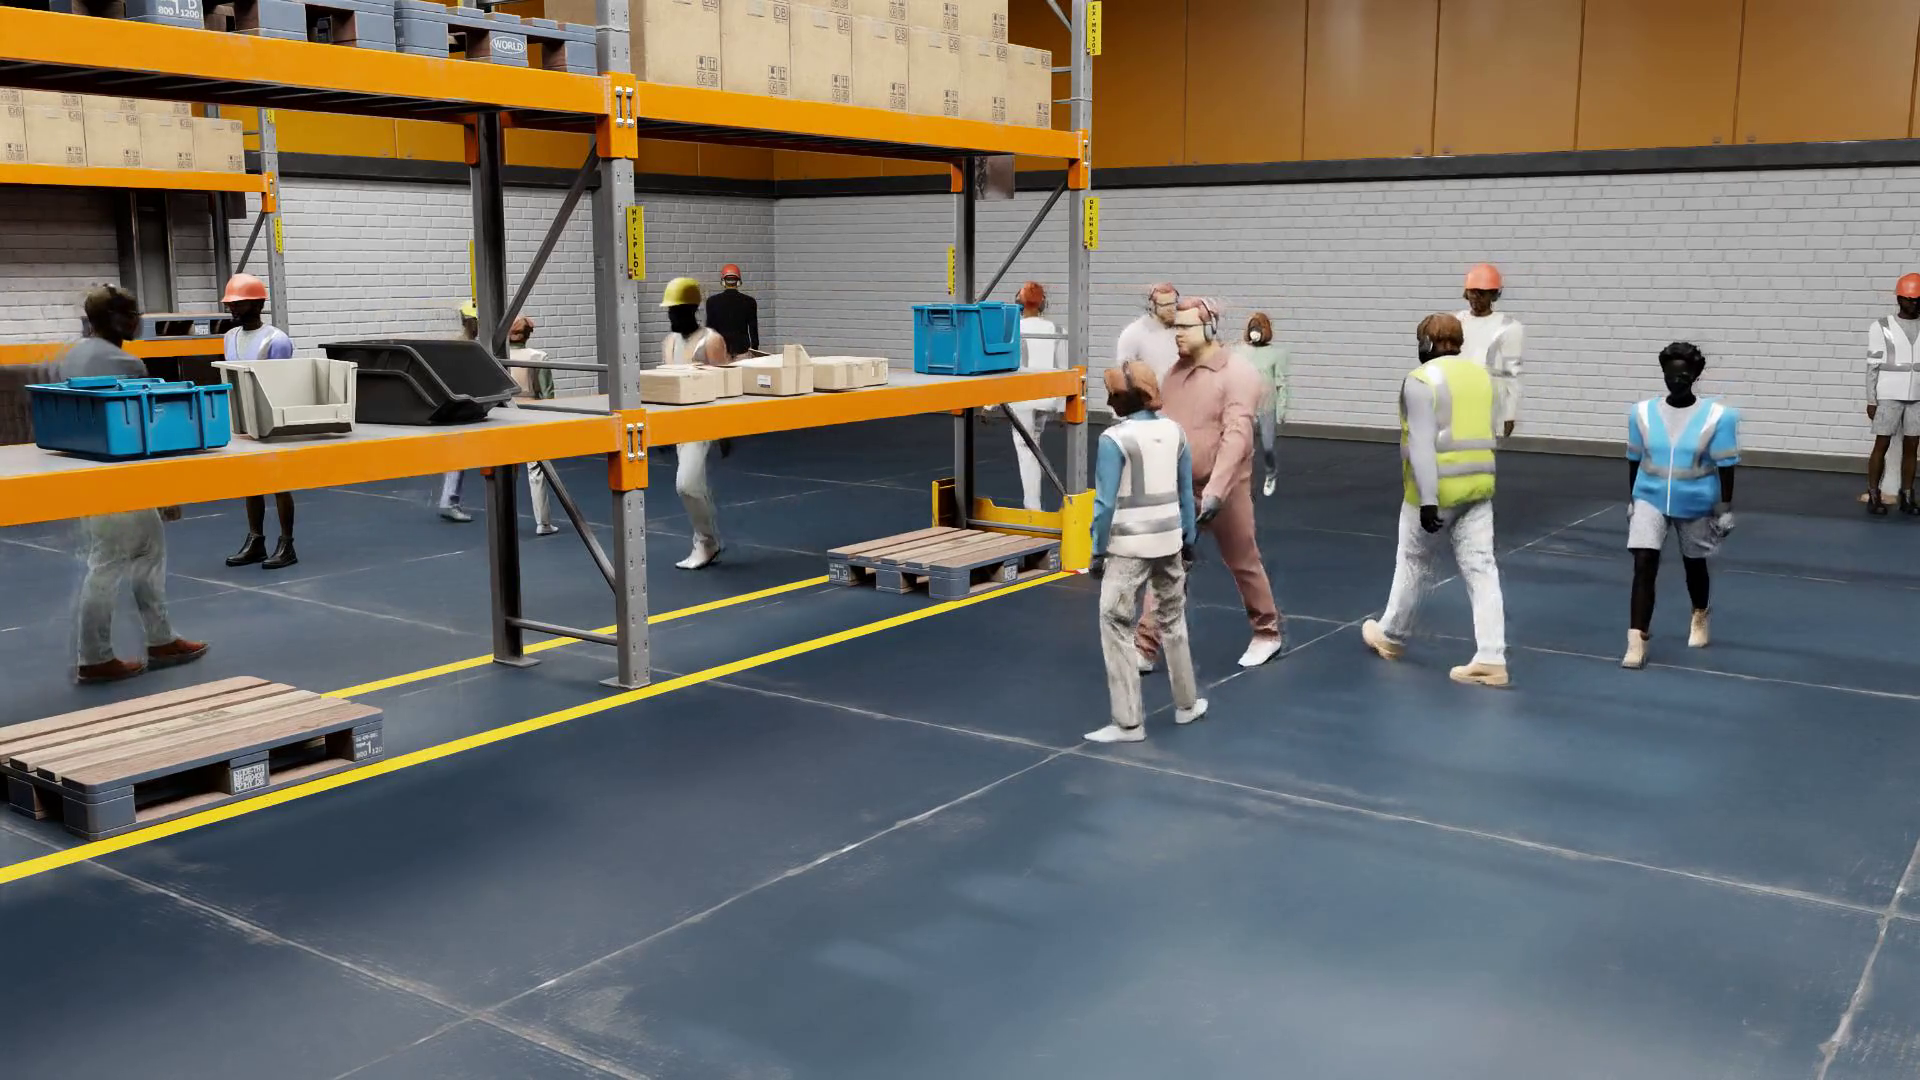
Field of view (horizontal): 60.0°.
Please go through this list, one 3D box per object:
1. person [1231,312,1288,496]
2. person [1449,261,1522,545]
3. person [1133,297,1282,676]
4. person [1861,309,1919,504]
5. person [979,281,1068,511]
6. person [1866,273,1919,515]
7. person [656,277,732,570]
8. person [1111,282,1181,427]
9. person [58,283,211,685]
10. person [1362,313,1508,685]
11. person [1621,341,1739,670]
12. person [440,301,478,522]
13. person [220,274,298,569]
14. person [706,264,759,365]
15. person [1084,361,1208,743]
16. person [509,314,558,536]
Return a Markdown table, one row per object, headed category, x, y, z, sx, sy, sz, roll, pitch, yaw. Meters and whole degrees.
| category | x | y | z | sx | sy | sz | roll | pitch | yaw |
| --- | --- | --- | --- | --- | --- | --- | --- | --- | --- |
| person | 2.513 | -1.114 | 13.985 | 0.504 | 1.610 | 0.739 | 4 | 10 | 21 |
| person | 3.752 | -0.989 | 11.987 | 0.616 | 2.021 | 0.748 | 9 | 13 | 42 |
| person | 1.207 | -0.255 | 8.141 | 1.027 | 1.852 | 0.636 | -8 | 12 | -40 |
| person | 8.035 | -1.179 | 13.843 | 0.787 | 1.795 | 0.529 | -4 | 10 | -21 |
| person | 0.485 | -1.027 | 12.696 | 0.598 | 1.864 | 0.641 | -6 | 11 | -32 |
| person | 7.507 | -1.151 | 13.246 | 0.537 | 1.930 | 0.379 | 1 | 10 | 8 |
| person | -1.772 | -0.742 | 10.831 | 0.457 | 1.909 | 0.621 | -9 | 13 | -43 |
| person | 1.539 | -0.926 | 12.071 | 0.783 | 1.851 | 0.932 | -5 | 11 | -28 |
| person | -3.968 | -0.277 | 8.067 | 0.647 | 1.906 | 0.819 | 8 | 13 | 41 |
| person | 2.376 | -0.216 | 8.157 | 0.633 | 1.762 | 1.016 | -5 | 11 | -26 |
| person | 3.665 | -0.202 | 8.452 | 0.539 | 1.637 | 0.931 | 6 | 11 | 33 |
| person | -3.856 | -1.002 | 12.938 | 0.540 | 1.718 | 0.555 | 3 | 10 | 19 |
| person | -4.640 | -0.774 | 10.957 | 0.548 | 1.938 | 0.358 | 4 | 10 | 21 |
| person | -2.646 | -2.207 | 19.351 | 0.610 | 1.986 | 0.401 | -3 | 10 | -15 |
| person | 0.850 | 0.039 | 7.090 | 0.737 | 1.612 | 0.320 | -8 | 13 | -40 |
| person | -3.224 | -0.838 | 12.226 | 0.514 | 1.640 | 0.310 | 0 | 10 | 3 |
